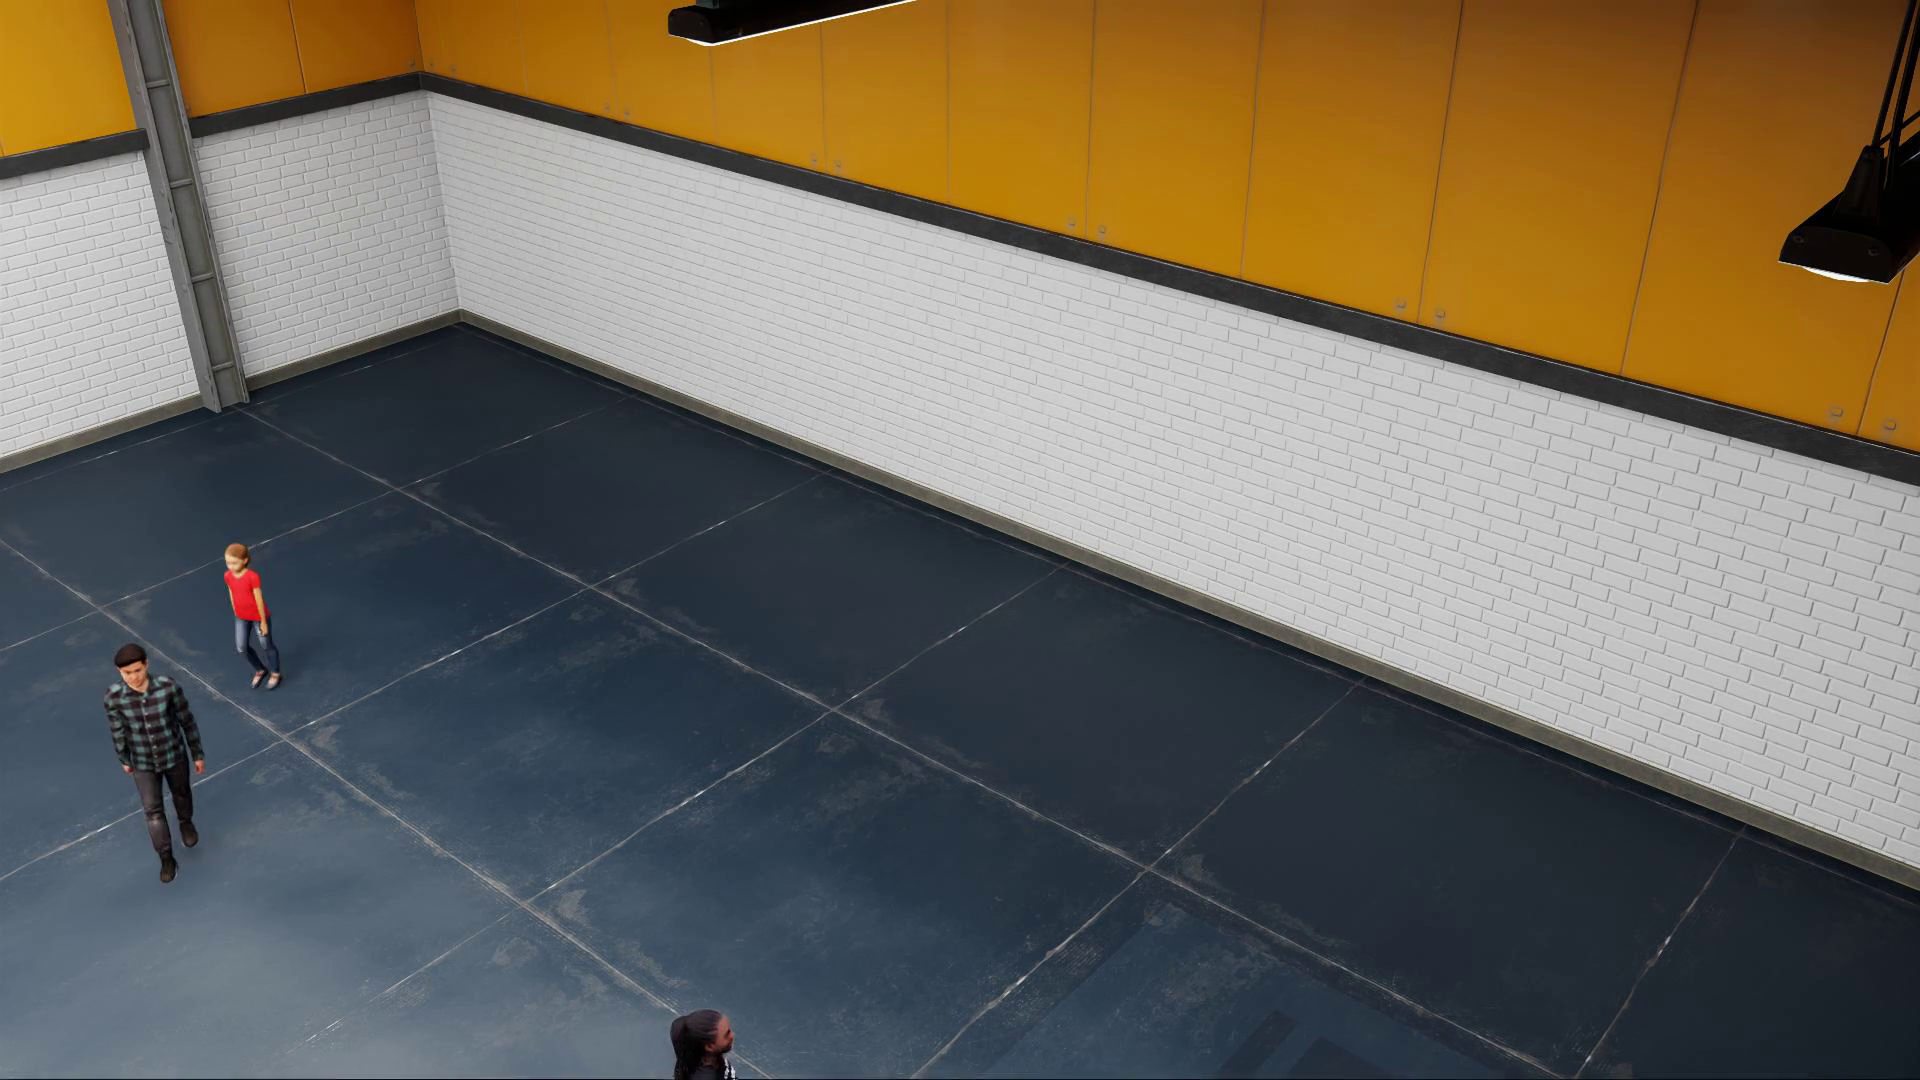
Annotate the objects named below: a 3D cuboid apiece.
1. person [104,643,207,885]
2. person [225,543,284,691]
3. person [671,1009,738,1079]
[{"bbox_3d":[-5.366,1.367,11.119,1.037,1.697,0.977,-13,31,-23],"label":"person"},{"bbox_3d":[-5.571,0.574,13.193,0.580,1.300,0.625,4,29,8],"label":"person"},{"bbox_3d":[-1.286,3.036,8.250,1.059,1.712,0.980,-4,29,-8],"label":"person"}]
